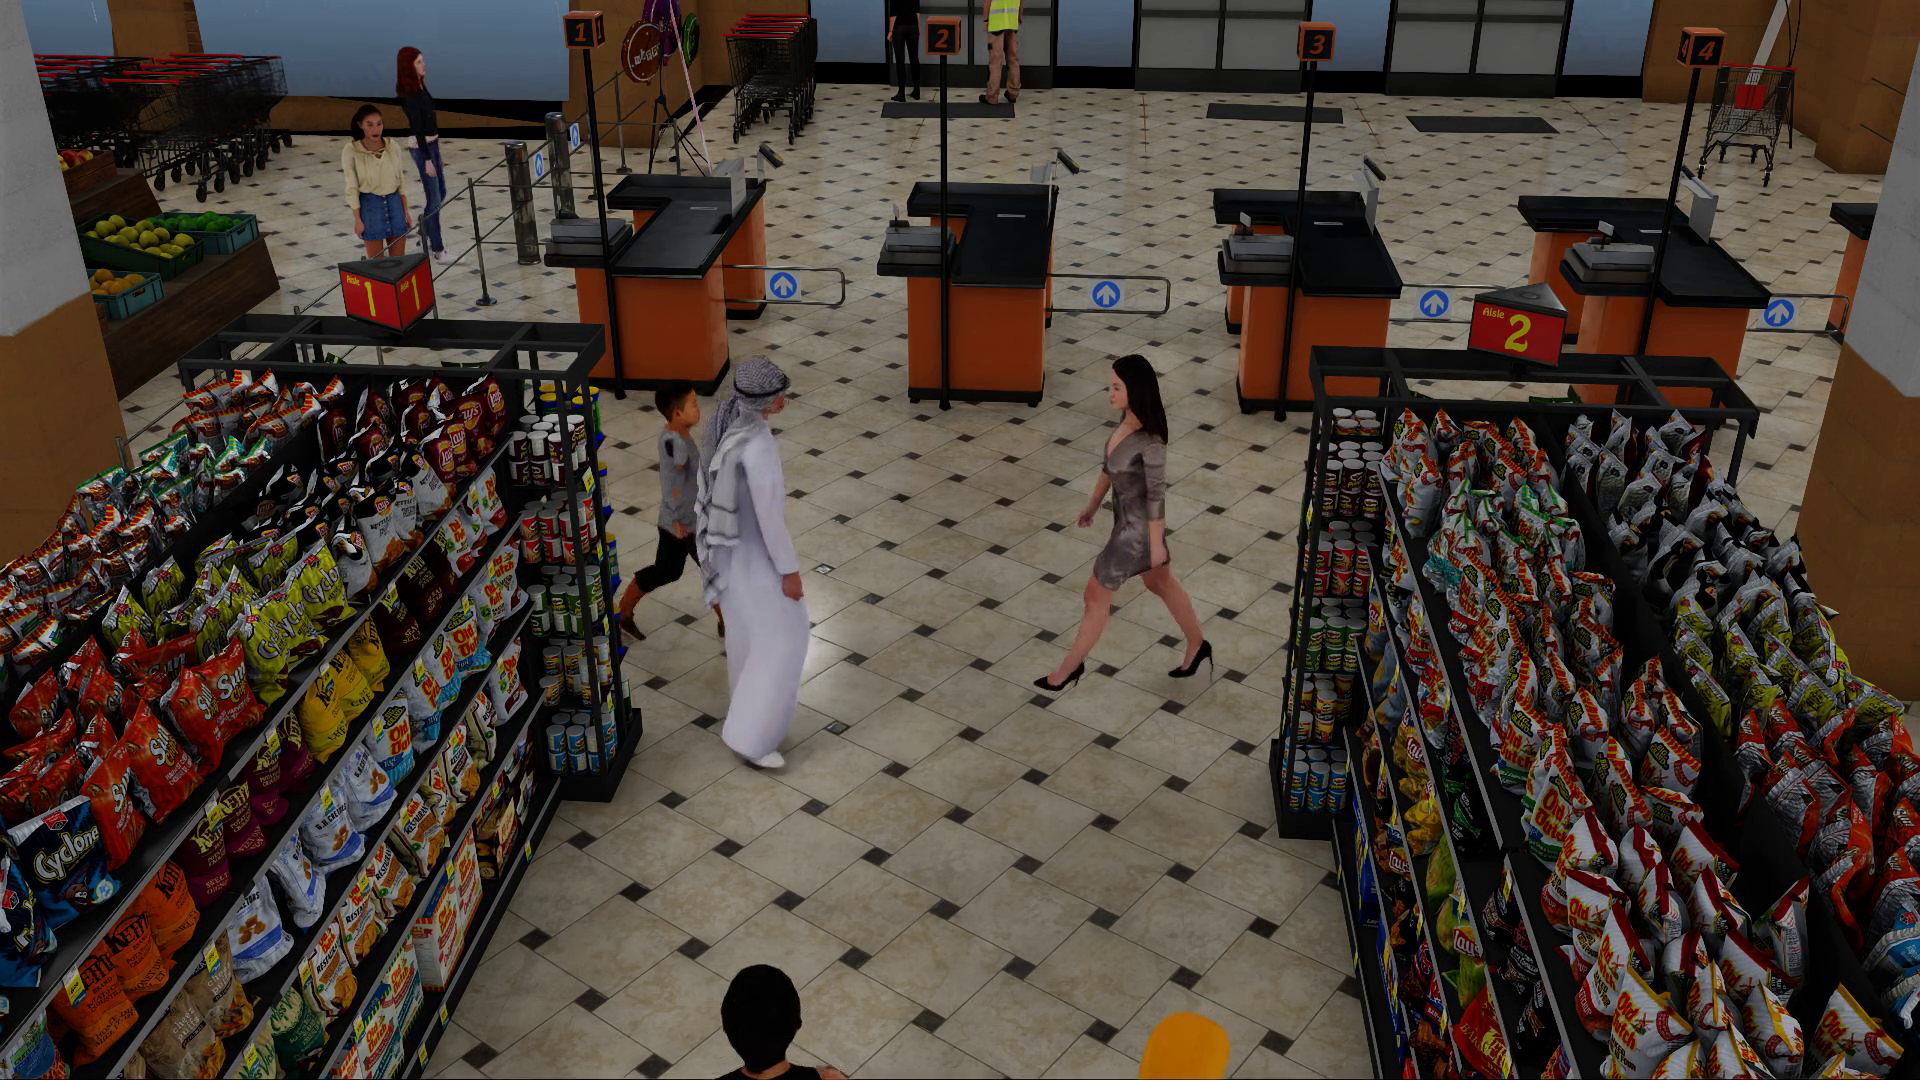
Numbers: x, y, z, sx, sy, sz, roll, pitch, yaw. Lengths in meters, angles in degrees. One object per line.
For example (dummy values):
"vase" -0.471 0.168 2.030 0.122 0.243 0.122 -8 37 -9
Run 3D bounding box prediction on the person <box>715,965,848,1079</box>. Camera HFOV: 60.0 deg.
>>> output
"person" -0.457 1.813 4.168 0.749 1.567 1.032 -4 27 -8

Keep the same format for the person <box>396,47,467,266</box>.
"person" -4.441 -3.166 13.747 0.707 1.783 0.671 -2 27 -3

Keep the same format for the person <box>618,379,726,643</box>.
"person" -1.431 -0.148 8.190 0.873 1.426 1.036 -7 28 -14

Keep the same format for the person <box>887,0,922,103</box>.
"person" -0.636 -5.984 19.459 0.656 1.642 0.682 -15 30 -27

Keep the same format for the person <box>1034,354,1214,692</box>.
"person" 0.900 -0.031 7.669 0.791 1.688 1.089 -3 27 -6

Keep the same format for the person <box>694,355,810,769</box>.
"person" -0.951 0.036 7.306 0.995 1.896 0.886 -23 35 -38

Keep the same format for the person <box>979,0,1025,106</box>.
"person" 0.487 -5.984 19.233 0.848 1.847 0.895 -14 30 -26

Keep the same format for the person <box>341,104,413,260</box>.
"person" -4.357 -2.456 12.511 0.719 1.633 0.782 -21 34 -36
